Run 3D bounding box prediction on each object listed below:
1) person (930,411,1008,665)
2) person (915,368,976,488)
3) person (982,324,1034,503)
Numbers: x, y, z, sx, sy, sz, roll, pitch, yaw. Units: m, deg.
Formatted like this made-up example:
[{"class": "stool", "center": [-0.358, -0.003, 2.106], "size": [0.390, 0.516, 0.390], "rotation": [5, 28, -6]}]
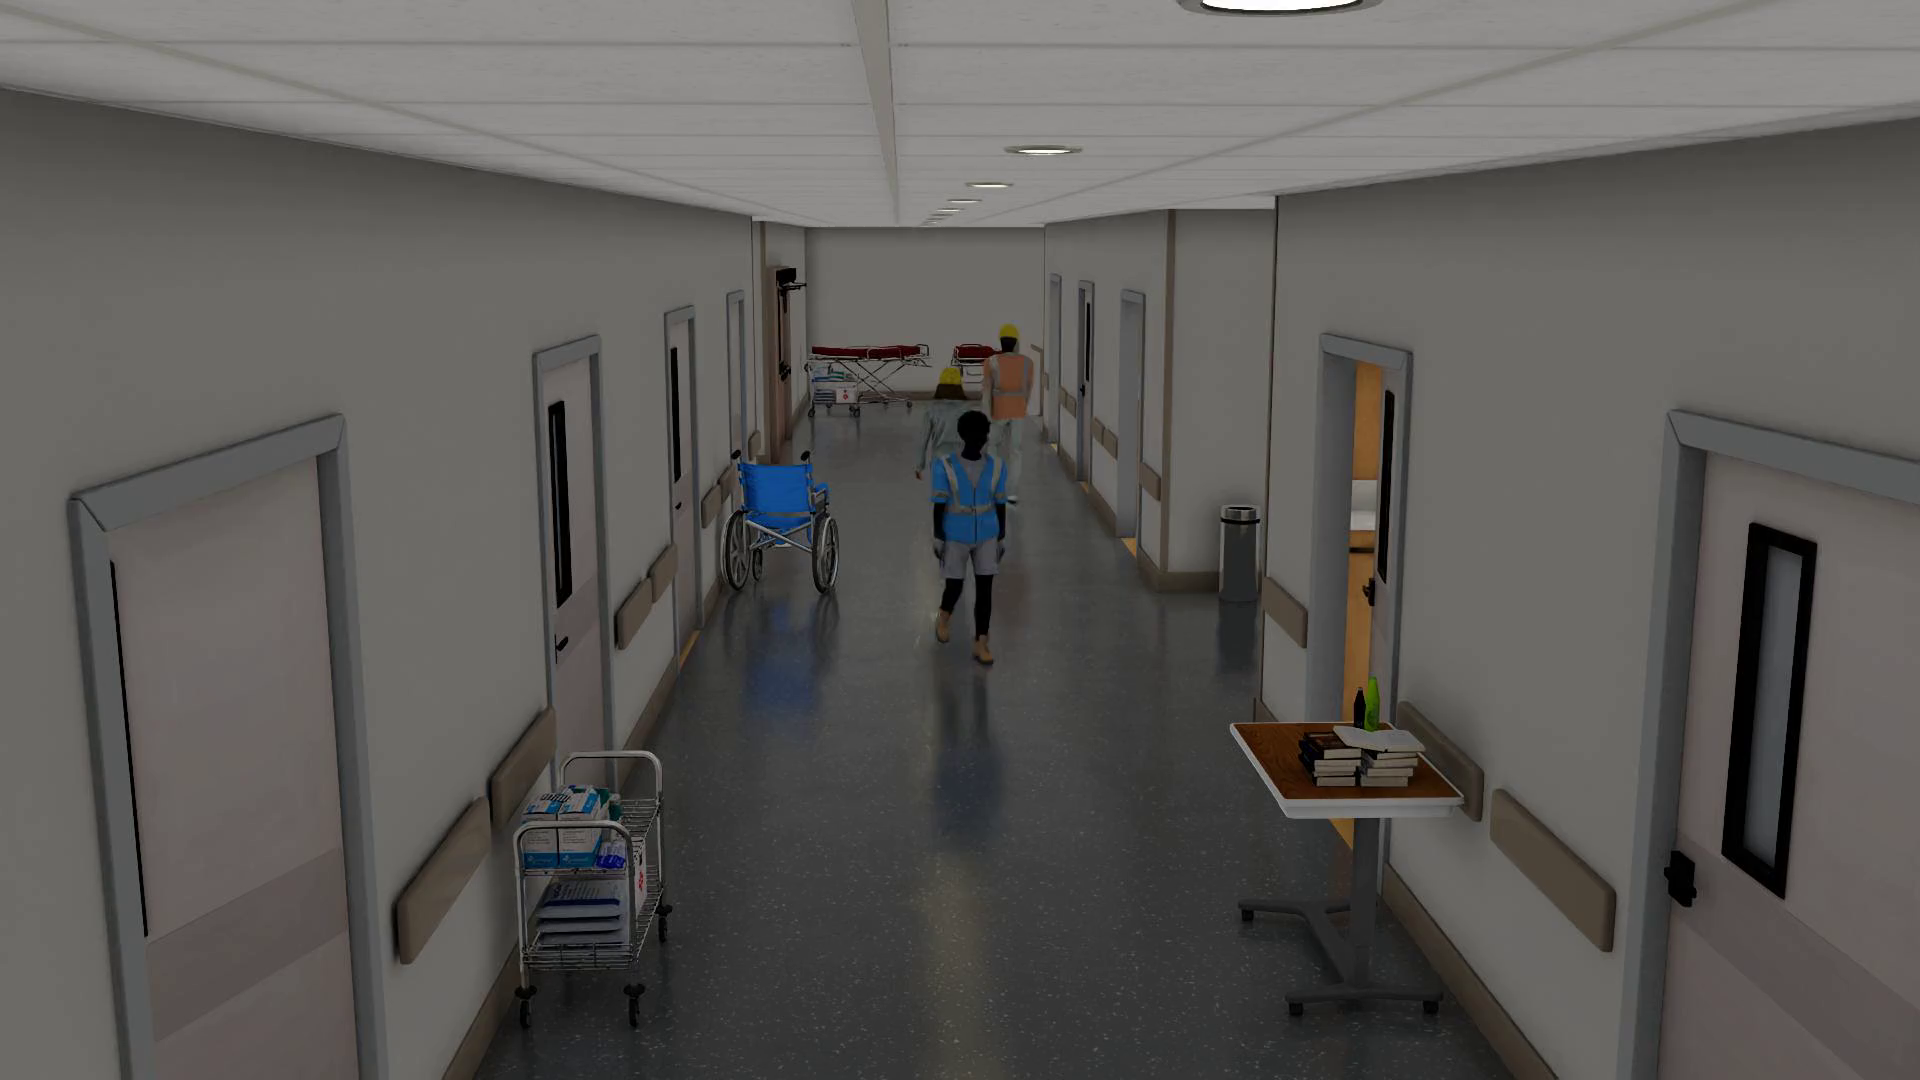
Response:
[{"class": "person", "center": [0.051, -0.034, 11.035], "size": [0.542, 1.680, 0.524], "rotation": [-3, 11, -16]}, {"class": "person", "center": [-0.117, -0.616, 14.237], "size": [0.508, 1.704, 0.871], "rotation": [-3, 11, -15]}, {"class": "person", "center": [0.489, -1.375, 17.952], "size": [0.589, 1.877, 0.946], "rotation": [-2, 10, -11]}]
